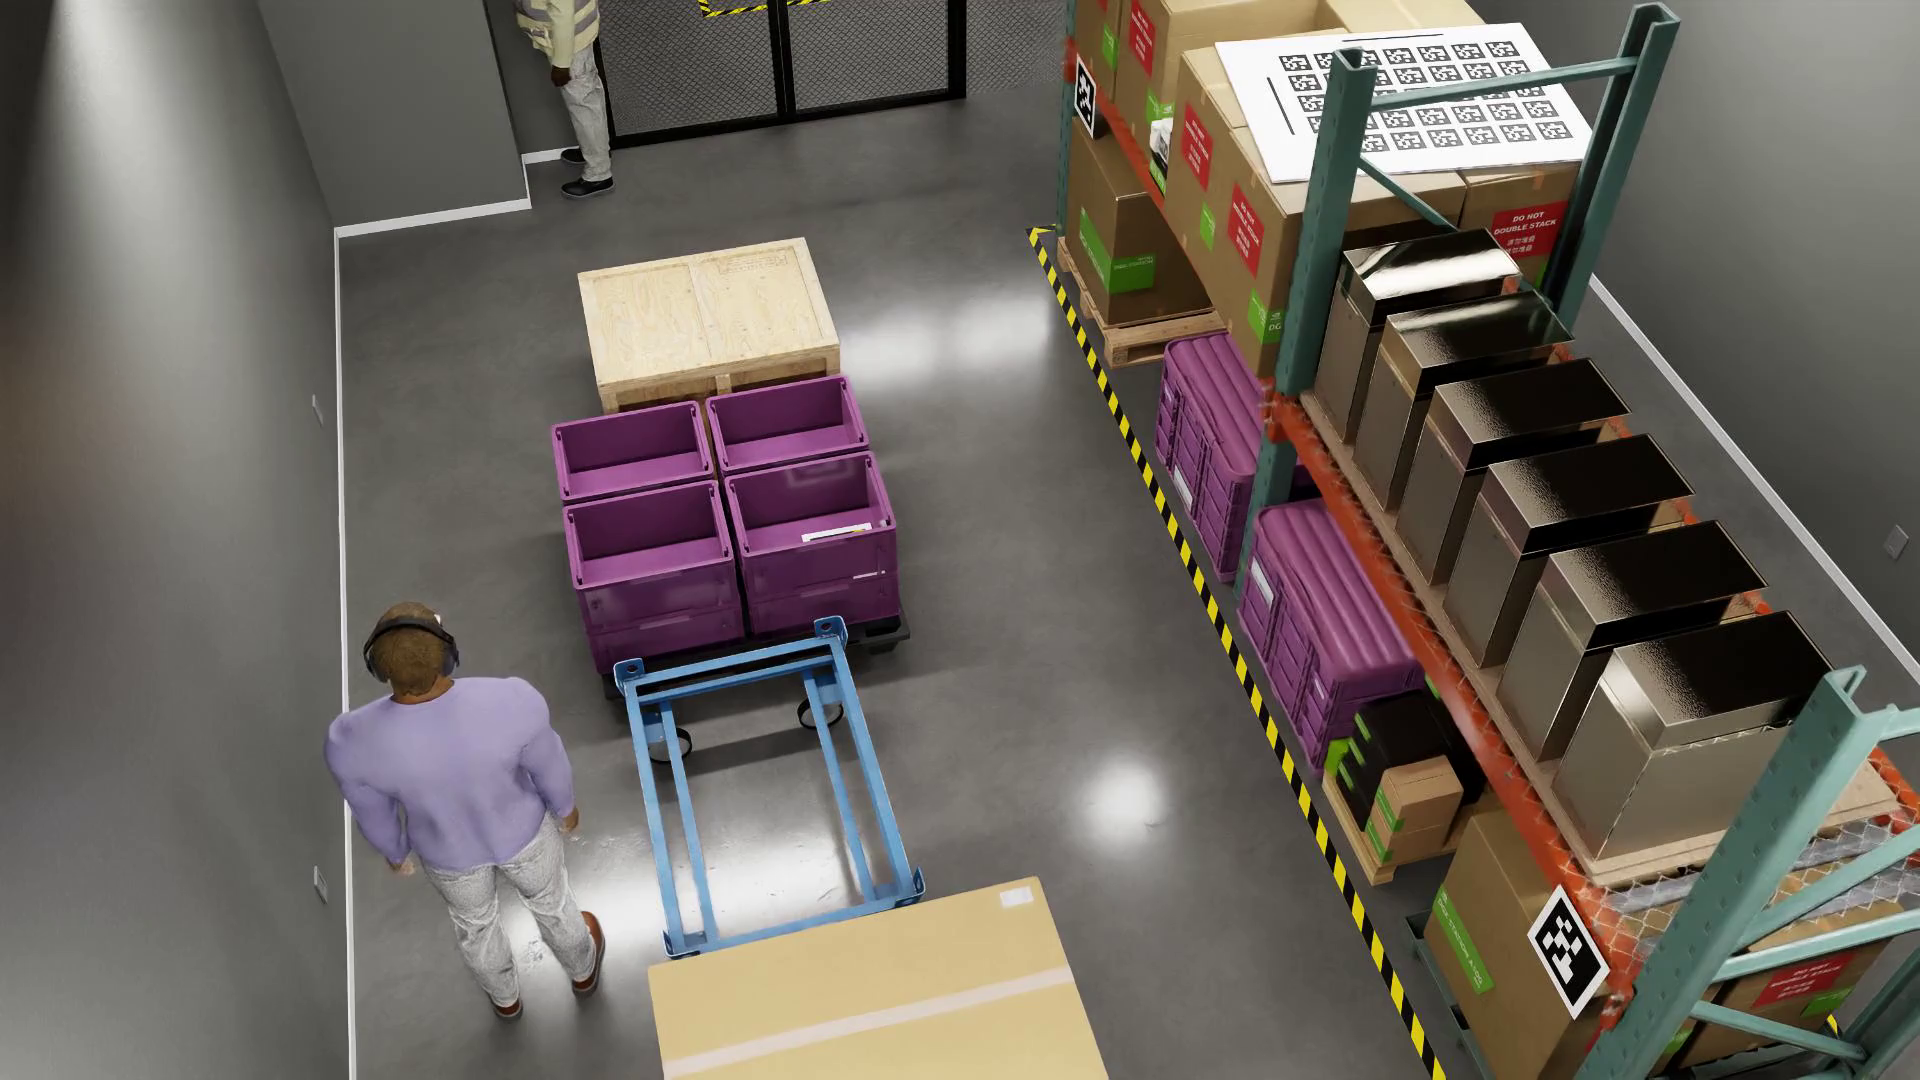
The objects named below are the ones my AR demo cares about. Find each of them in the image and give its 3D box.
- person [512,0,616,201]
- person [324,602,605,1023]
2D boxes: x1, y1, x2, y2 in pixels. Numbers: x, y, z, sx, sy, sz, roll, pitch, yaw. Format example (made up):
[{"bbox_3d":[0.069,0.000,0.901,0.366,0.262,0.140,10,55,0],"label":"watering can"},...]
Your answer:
[{"bbox_3d":[-1.995,-2.554,8.302,0.404,1.834,0.591,-4,48,-4],"label":"person"},{"bbox_3d":[-1.471,0.874,5.083,0.627,1.941,0.374,-12,49,-11],"label":"person"}]
